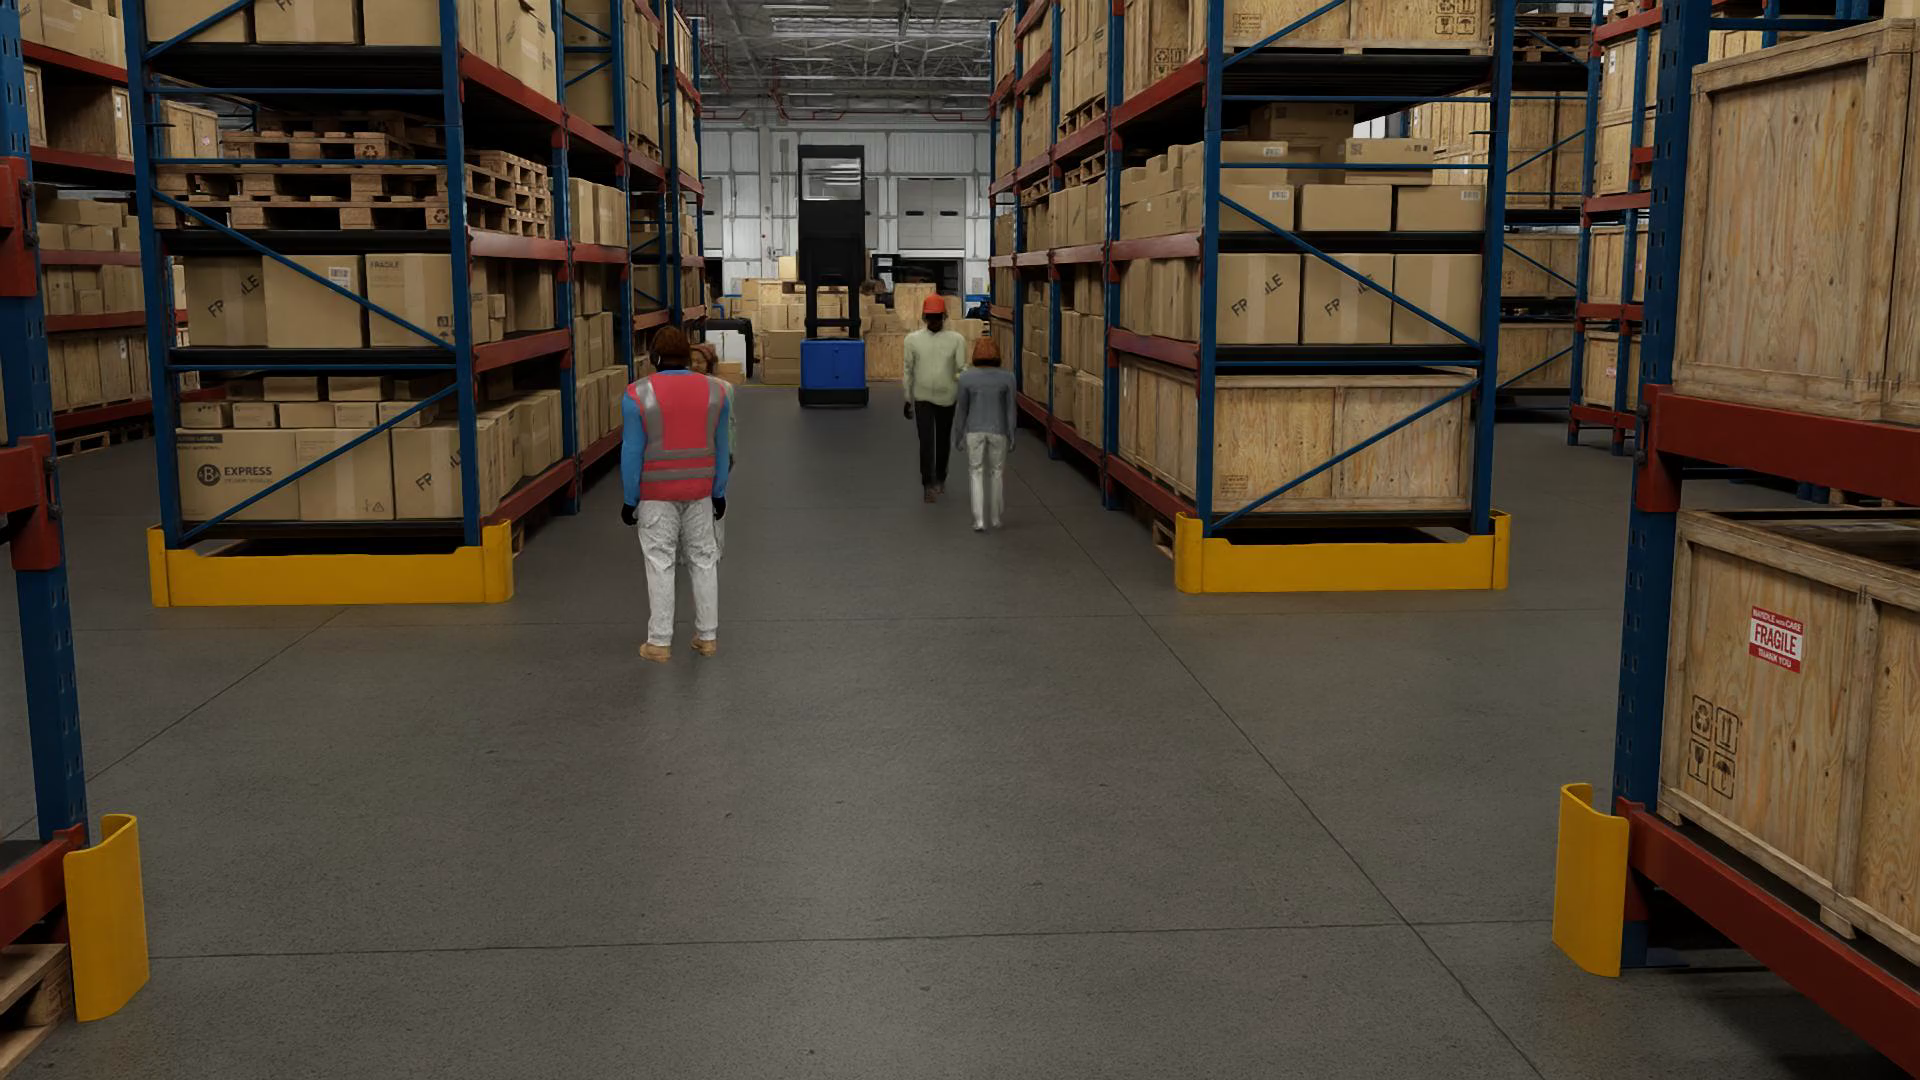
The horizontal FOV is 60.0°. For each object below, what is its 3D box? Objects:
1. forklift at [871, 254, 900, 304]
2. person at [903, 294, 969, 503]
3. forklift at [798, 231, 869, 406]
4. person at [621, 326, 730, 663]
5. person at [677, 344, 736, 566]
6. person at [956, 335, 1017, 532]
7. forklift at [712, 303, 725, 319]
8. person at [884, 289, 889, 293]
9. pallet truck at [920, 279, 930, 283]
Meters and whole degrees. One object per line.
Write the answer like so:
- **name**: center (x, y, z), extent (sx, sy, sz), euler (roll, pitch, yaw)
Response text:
- **forklift**: center (-2.482, -8.176, 55.669), extent (1.129, 2.768, 1.873), euler (-6, 11, -32)
- **person**: center (-0.224, -1.359, 15.808), extent (0.633, 1.947, 1.016), euler (0, 9, -2)
- **forklift**: center (-2.067, -3.617, 27.042), extent (1.129, 2.768, 1.873), euler (-1, 9, -4)
- **person**: center (-1.574, -0.249, 9.157), extent (0.637, 1.840, 0.429), euler (-6, 11, -33)
- **person**: center (-1.902, -0.615, 12.138), extent (0.556, 1.617, 0.585), euler (1, 9, 9)
- **person**: center (0.222, -0.871, 13.779), extent (0.501, 1.645, 0.408), euler (0, 9, -3)
- **forklift**: center (-9.166, -8.488, 57.628), extent (1.873, 2.768, 1.129), euler (-4, 10, -21)
- **person**: center (-2.582, -7.953, 58.146), extent (0.310, 1.642, 0.514), euler (-1, 9, -7)
- **pallet truck**: center (-0.932, -8.922, 63.114), extent (1.885, 1.965, 0.823), euler (2, 9, 13)
